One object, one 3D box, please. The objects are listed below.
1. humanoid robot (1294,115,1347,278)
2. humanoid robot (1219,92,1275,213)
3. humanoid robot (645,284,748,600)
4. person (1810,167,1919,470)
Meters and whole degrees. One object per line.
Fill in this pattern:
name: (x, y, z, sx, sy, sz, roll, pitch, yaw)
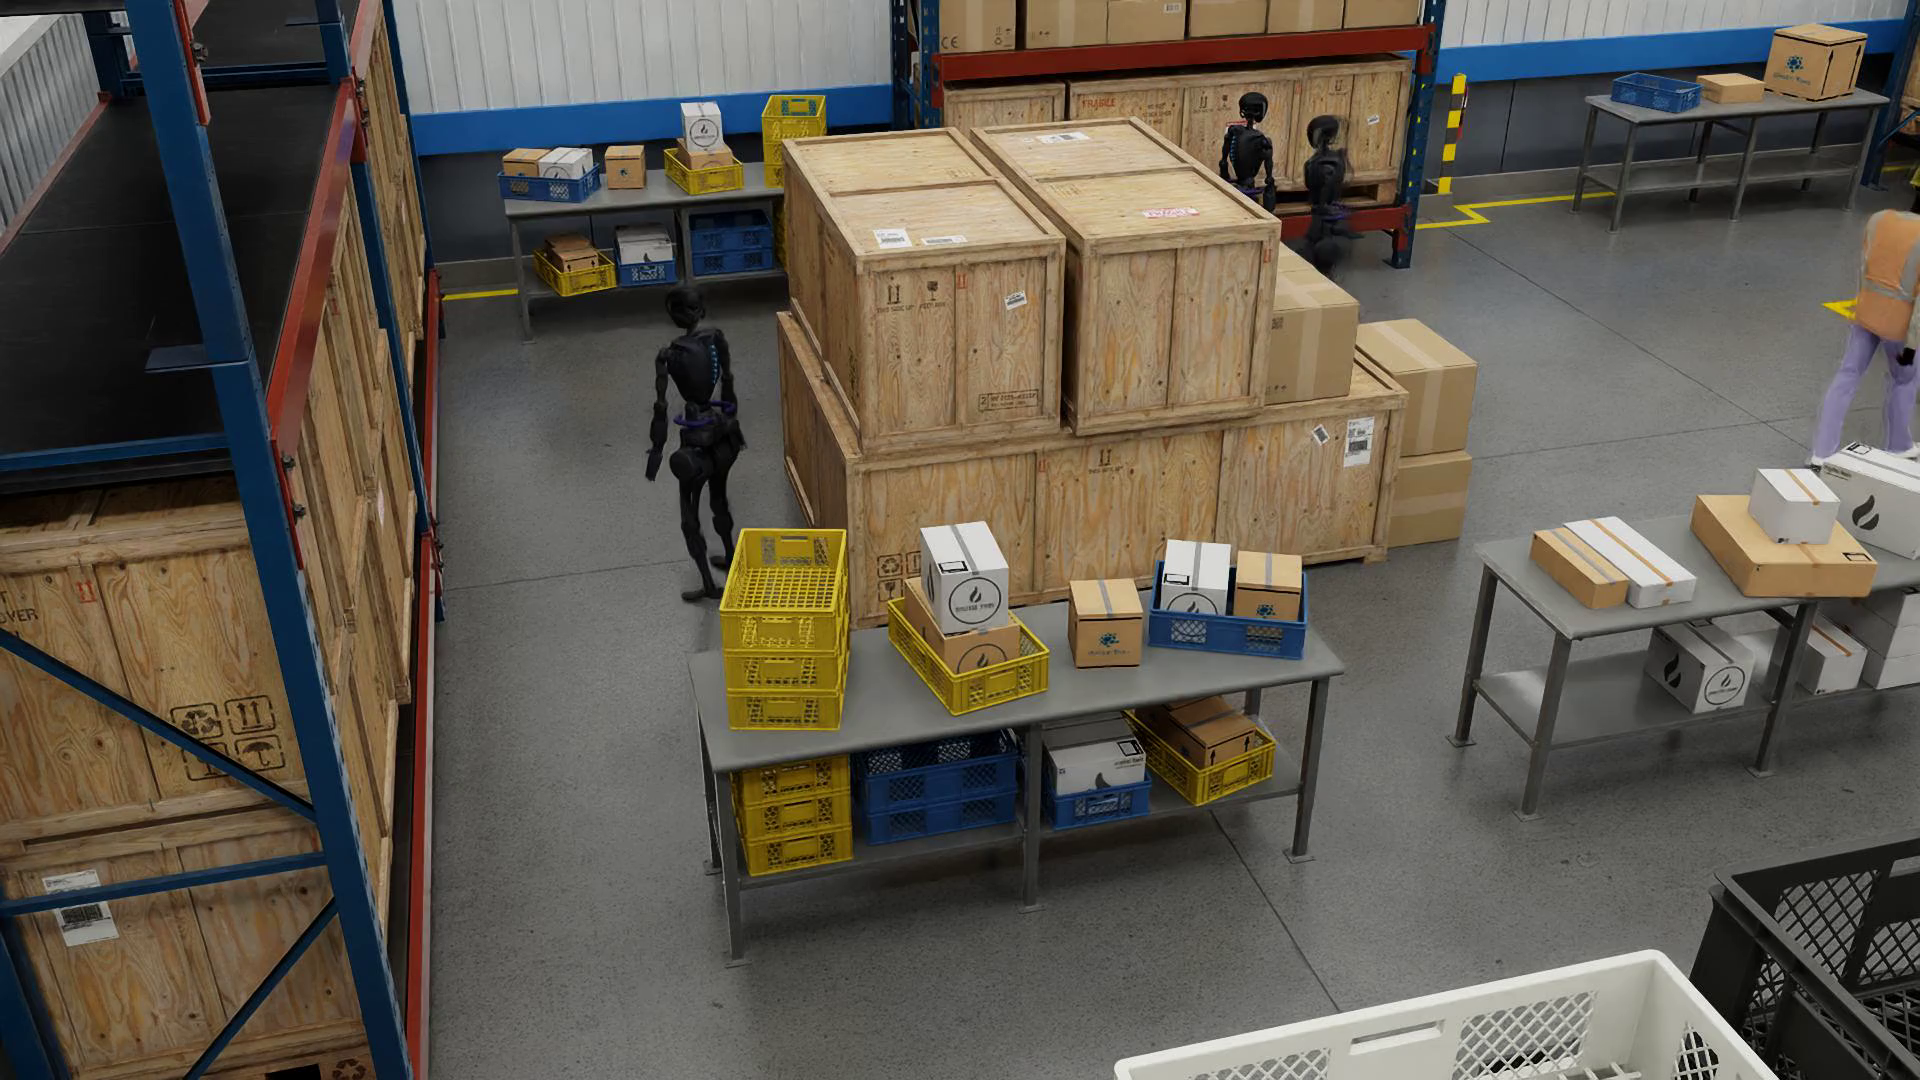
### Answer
humanoid robot: (2.465, -2.124, 11.522, 0.452, 1.644, 0.618, 0, 29, 0)
humanoid robot: (2.046, -2.401, 12.000, 0.308, 1.657, 0.612, -16, 33, -27)
humanoid robot: (-1.311, -0.524, 8.600, 0.484, 1.638, 0.672, 16, 33, 27)
person: (5.564, -1.317, 9.812, 0.880, 1.891, 0.600, -10, 31, -18)
